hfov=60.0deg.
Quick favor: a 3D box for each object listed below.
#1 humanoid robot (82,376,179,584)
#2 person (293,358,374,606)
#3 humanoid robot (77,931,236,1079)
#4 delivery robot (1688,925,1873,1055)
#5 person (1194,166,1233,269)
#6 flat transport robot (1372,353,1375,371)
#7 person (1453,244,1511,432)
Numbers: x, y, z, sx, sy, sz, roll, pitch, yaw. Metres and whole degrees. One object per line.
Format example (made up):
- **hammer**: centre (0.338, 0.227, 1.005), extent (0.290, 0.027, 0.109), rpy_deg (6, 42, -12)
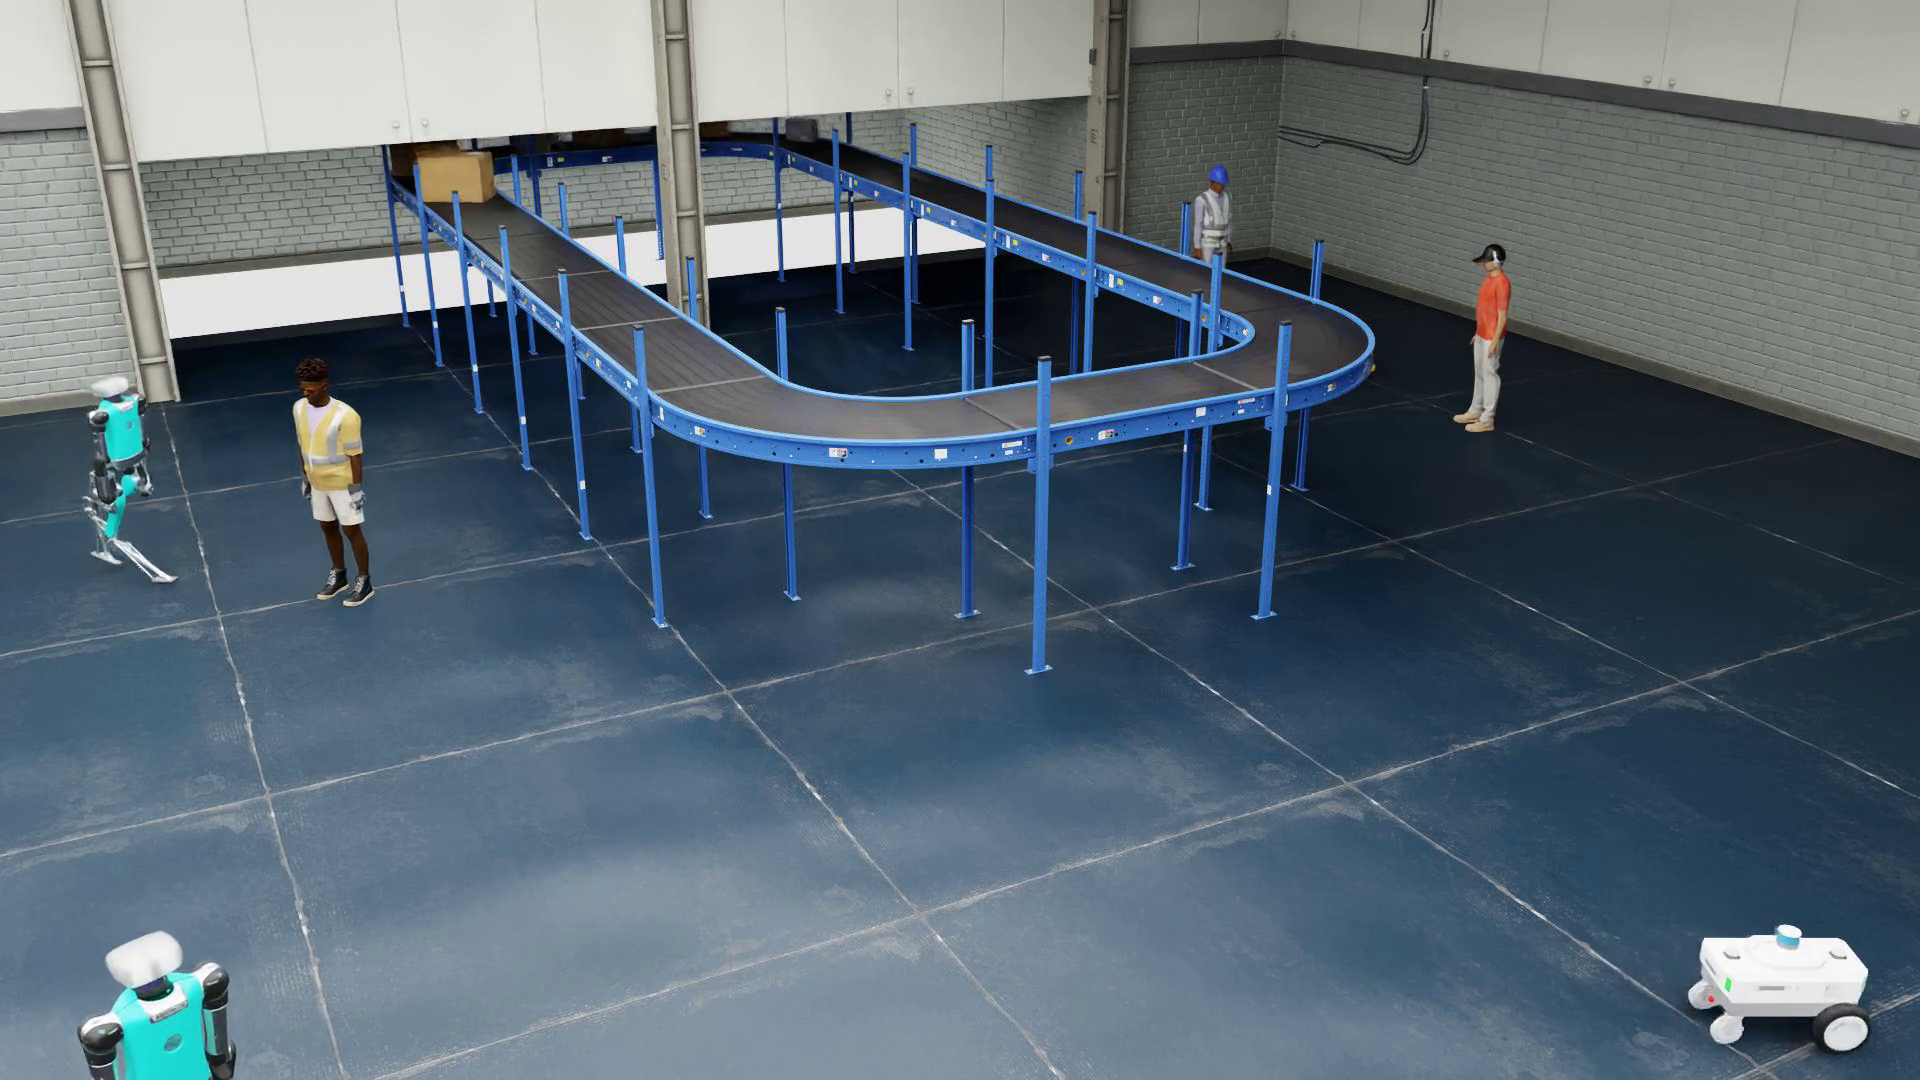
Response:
- **humanoid robot**: centre (-6.769, -0.451, 13.114), extent (1.055, 1.774, 0.545), rpy_deg (7, 23, 16)
- **person**: centre (-4.811, -0.454, 12.749), extent (0.602, 1.958, 0.377), rpy_deg (10, 24, 23)
- **humanoid robot**: centre (-3.142, 2.272, 6.439), extent (0.806, 1.885, 0.544), rpy_deg (16, 27, 35)
- **delivery robot**: centre (4.044, 2.172, 8.149), extent (0.789, 0.612, 0.499), rpy_deg (0, 22, 0)
- **person**: centre (3.182, -3.731, 20.880), extent (0.619, 1.932, 0.415), rpy_deg (-16, 27, -34)
- **flat transport robot**: centre (4.299, -2.234, 19.396), extent (0.659, 0.231, 1.431), rpy_deg (-2, 22, -5)
- **person**: centre (5.272, -2.031, 16.718), extent (0.420, 1.906, 0.475), rpy_deg (-1, 22, -4)
